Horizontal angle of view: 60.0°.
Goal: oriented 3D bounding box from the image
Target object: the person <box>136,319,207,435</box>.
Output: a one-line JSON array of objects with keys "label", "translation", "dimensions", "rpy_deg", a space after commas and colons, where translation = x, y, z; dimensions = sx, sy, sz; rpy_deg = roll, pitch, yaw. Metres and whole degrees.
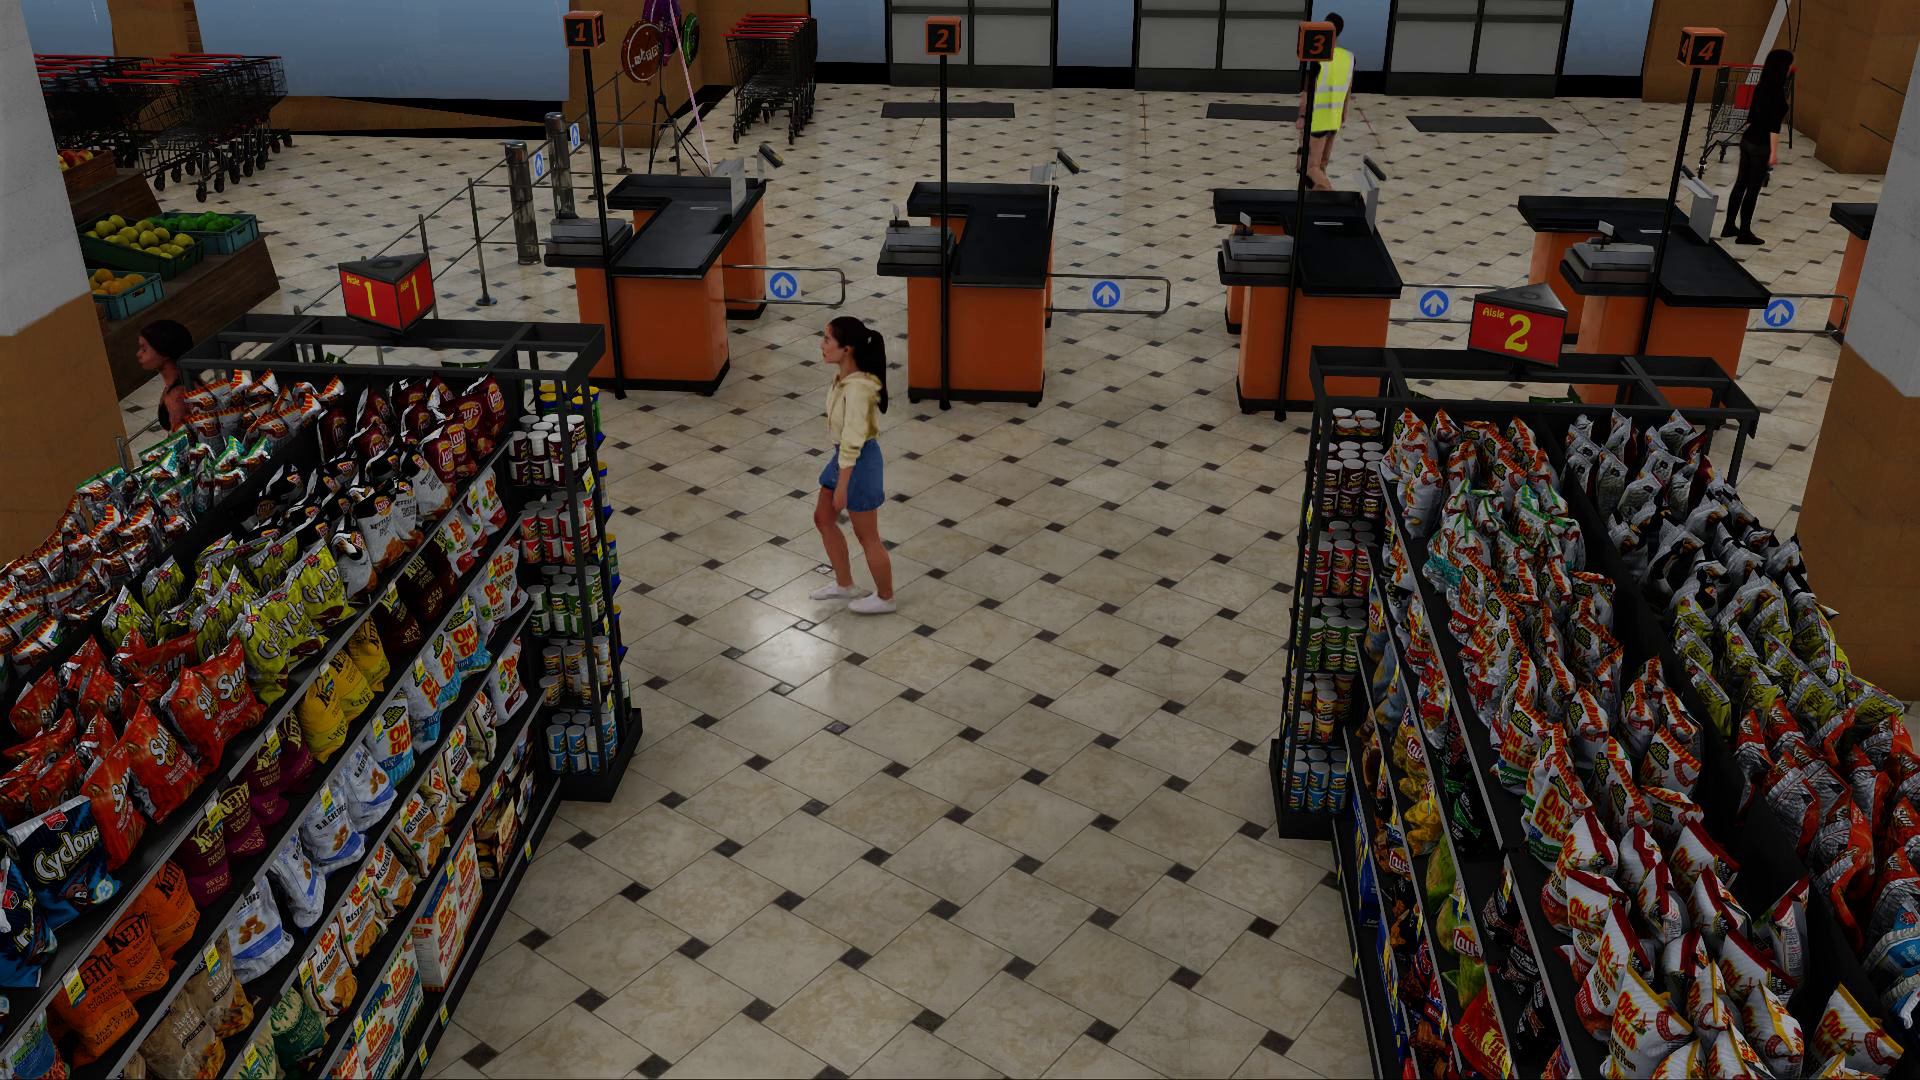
[{"label": "person", "translation": [-3.612, -0.277, 8.197], "dimensions": [1.014, 1.649, 1.192], "rpy_deg": [-11, 29, -20]}]

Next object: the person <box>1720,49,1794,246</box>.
[{"label": "person", "translation": [6.883, -3.398, 14.360], "dimensions": [0.674, 1.642, 0.505], "rpy_deg": [-3, 27, -6]}]

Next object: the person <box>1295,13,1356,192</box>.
[{"label": "person", "translation": [3.235, -3.717, 14.783], "dimensions": [1.062, 1.828, 1.156], "rpy_deg": [-17, 31, -30]}]

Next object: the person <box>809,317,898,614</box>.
[{"label": "person", "translation": [-0.439, -0.352, 8.385], "dimensions": [0.796, 1.614, 0.691], "rpy_deg": [-4, 27, -7]}]
